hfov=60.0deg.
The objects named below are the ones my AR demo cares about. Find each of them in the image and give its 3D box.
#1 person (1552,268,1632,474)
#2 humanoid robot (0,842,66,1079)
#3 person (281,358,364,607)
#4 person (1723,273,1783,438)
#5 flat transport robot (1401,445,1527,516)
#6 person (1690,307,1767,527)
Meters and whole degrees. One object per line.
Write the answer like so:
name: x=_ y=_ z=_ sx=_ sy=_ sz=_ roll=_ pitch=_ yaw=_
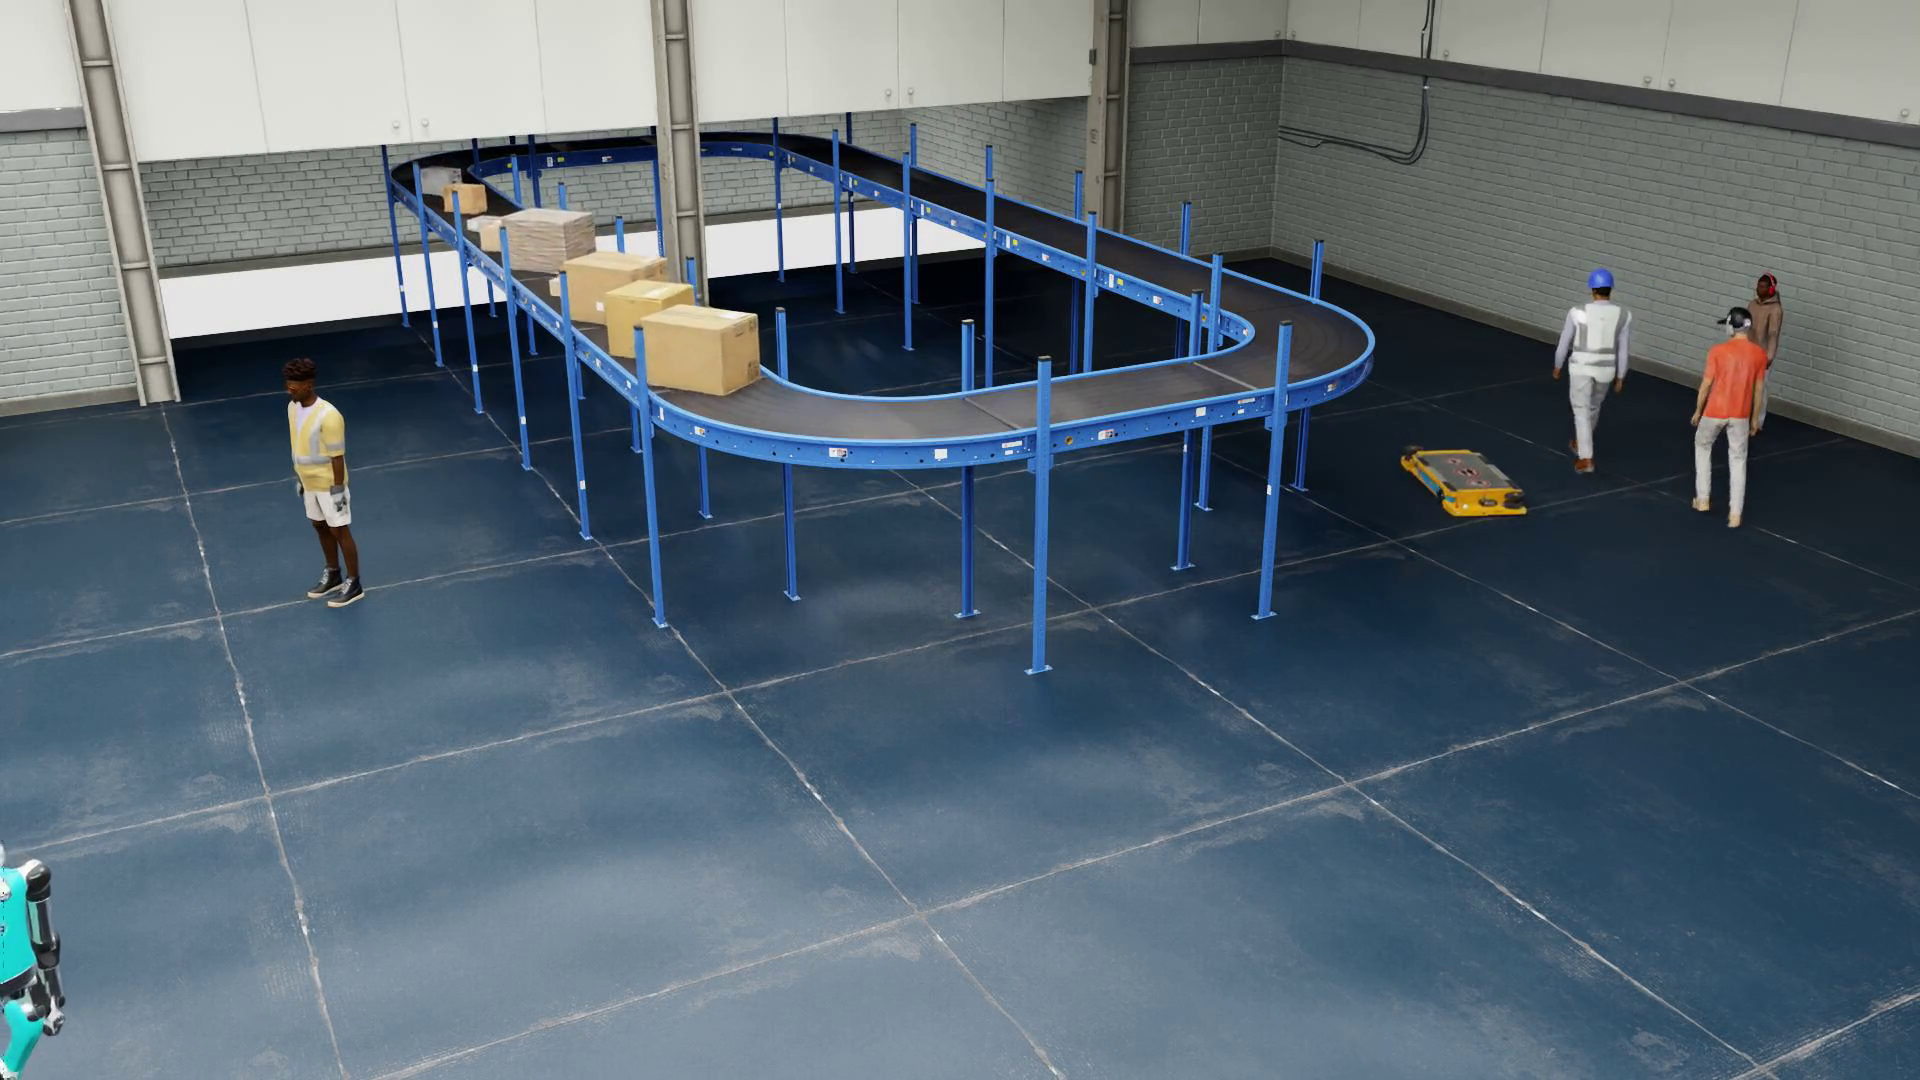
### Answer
person: x=5.958 y=-1.591 z=15.660 sx=0.609 sy=1.904 sz=0.981 roll=2 pitch=22 yaw=4
humanoid robot: x=-4.160 y=1.978 z=7.075 sx=1.035 sy=1.745 sz=0.544 roll=15 pitch=26 yaw=32
person: x=-4.897 y=-0.455 z=12.751 sx=0.602 sy=1.959 sz=0.373 roll=17 pitch=27 yaw=36
person: x=7.964 y=-1.851 z=16.613 sx=0.332 sy=1.645 sz=0.470 roll=-7 pitch=23 yaw=-16
flat transport robot: x=4.593 y=-0.546 z=15.224 sx=0.659 sy=0.231 sz=1.431 roll=-2 pitch=22 yaw=-4
person: x=6.639 y=-1.074 z=14.398 sx=0.548 sy=1.878 sz=0.588 roll=4 pitch=22 yaw=10
